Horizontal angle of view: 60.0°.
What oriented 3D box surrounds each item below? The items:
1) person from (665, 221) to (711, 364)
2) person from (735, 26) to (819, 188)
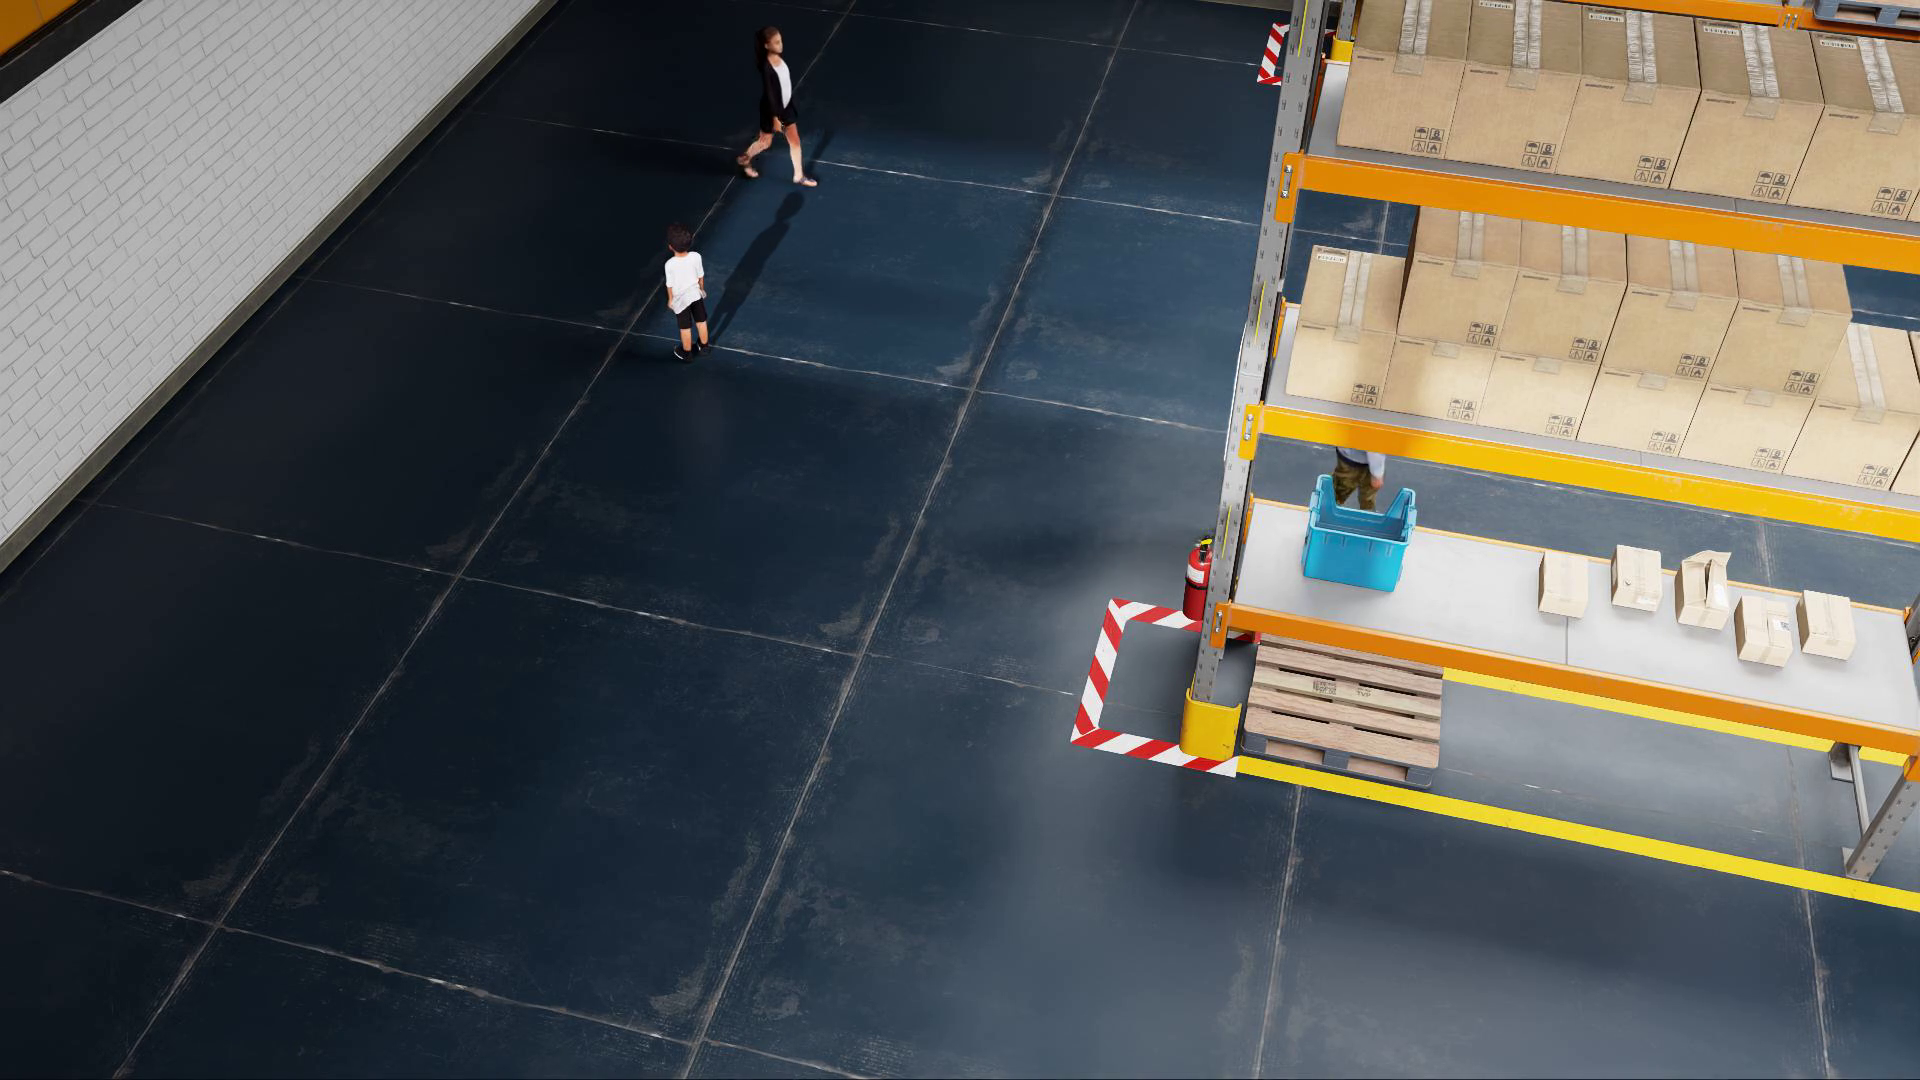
[{"bbox_3d":[-2.176,-1.974,13.249,0.583,1.262,0.638,-26,49,-24],"label":"person"},{"bbox_3d":[-1.749,-3.920,15.097,1.067,1.530,0.654,18,46,18],"label":"person"}]
